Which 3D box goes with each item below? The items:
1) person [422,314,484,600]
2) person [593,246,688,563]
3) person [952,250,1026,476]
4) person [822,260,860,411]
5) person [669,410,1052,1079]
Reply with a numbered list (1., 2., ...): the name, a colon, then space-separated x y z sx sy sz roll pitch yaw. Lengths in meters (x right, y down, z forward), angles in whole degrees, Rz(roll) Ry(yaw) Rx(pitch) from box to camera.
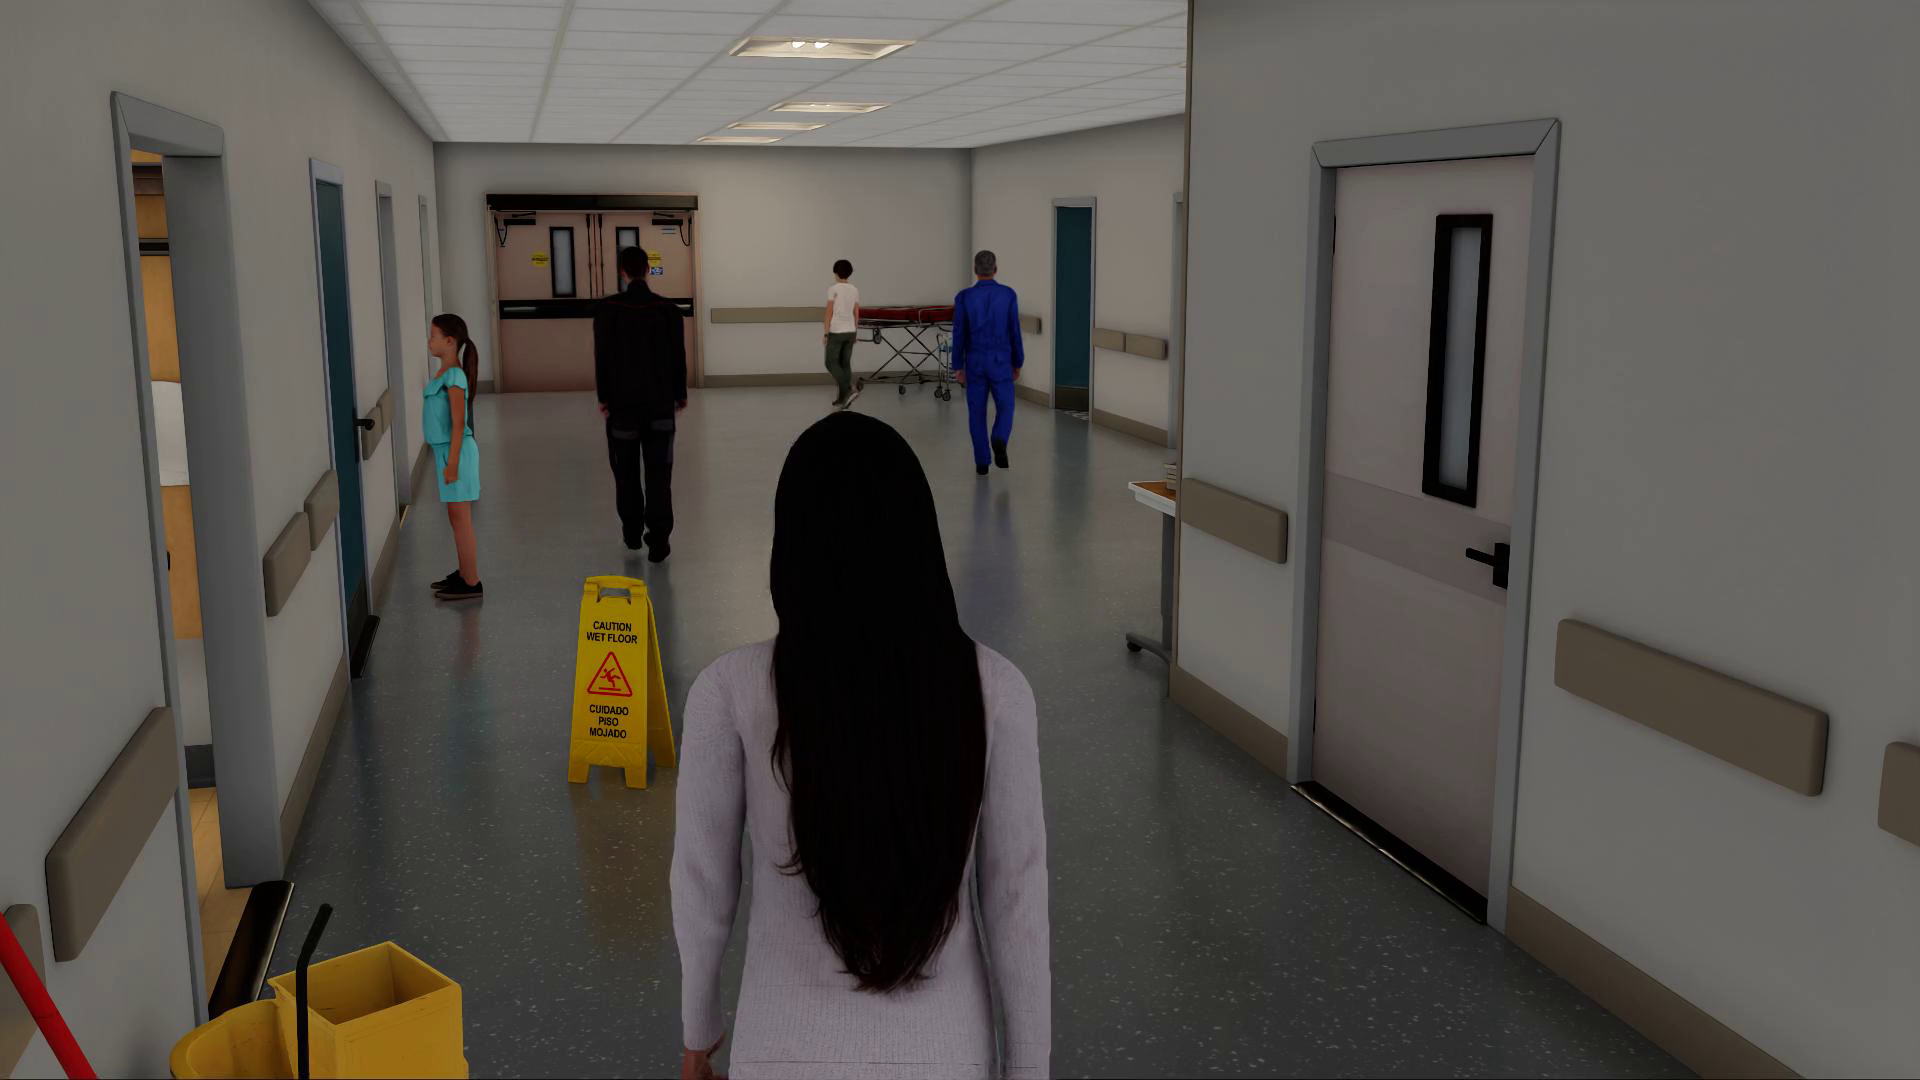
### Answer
1. person: -2.773 -0.463 9.134 0.610 1.557 0.481 -3 11 -17
2. person: -1.927 -0.797 10.020 0.758 1.883 0.912 -1 11 -7
3. person: 0.238 -1.401 13.388 0.888 1.813 0.985 0 11 2
4. person: -1.288 -2.252 18.322 0.810 1.646 0.958 -9 14 -39
5. person: -0.123 0.770 2.076 0.663 1.766 1.072 -2 11 -12
